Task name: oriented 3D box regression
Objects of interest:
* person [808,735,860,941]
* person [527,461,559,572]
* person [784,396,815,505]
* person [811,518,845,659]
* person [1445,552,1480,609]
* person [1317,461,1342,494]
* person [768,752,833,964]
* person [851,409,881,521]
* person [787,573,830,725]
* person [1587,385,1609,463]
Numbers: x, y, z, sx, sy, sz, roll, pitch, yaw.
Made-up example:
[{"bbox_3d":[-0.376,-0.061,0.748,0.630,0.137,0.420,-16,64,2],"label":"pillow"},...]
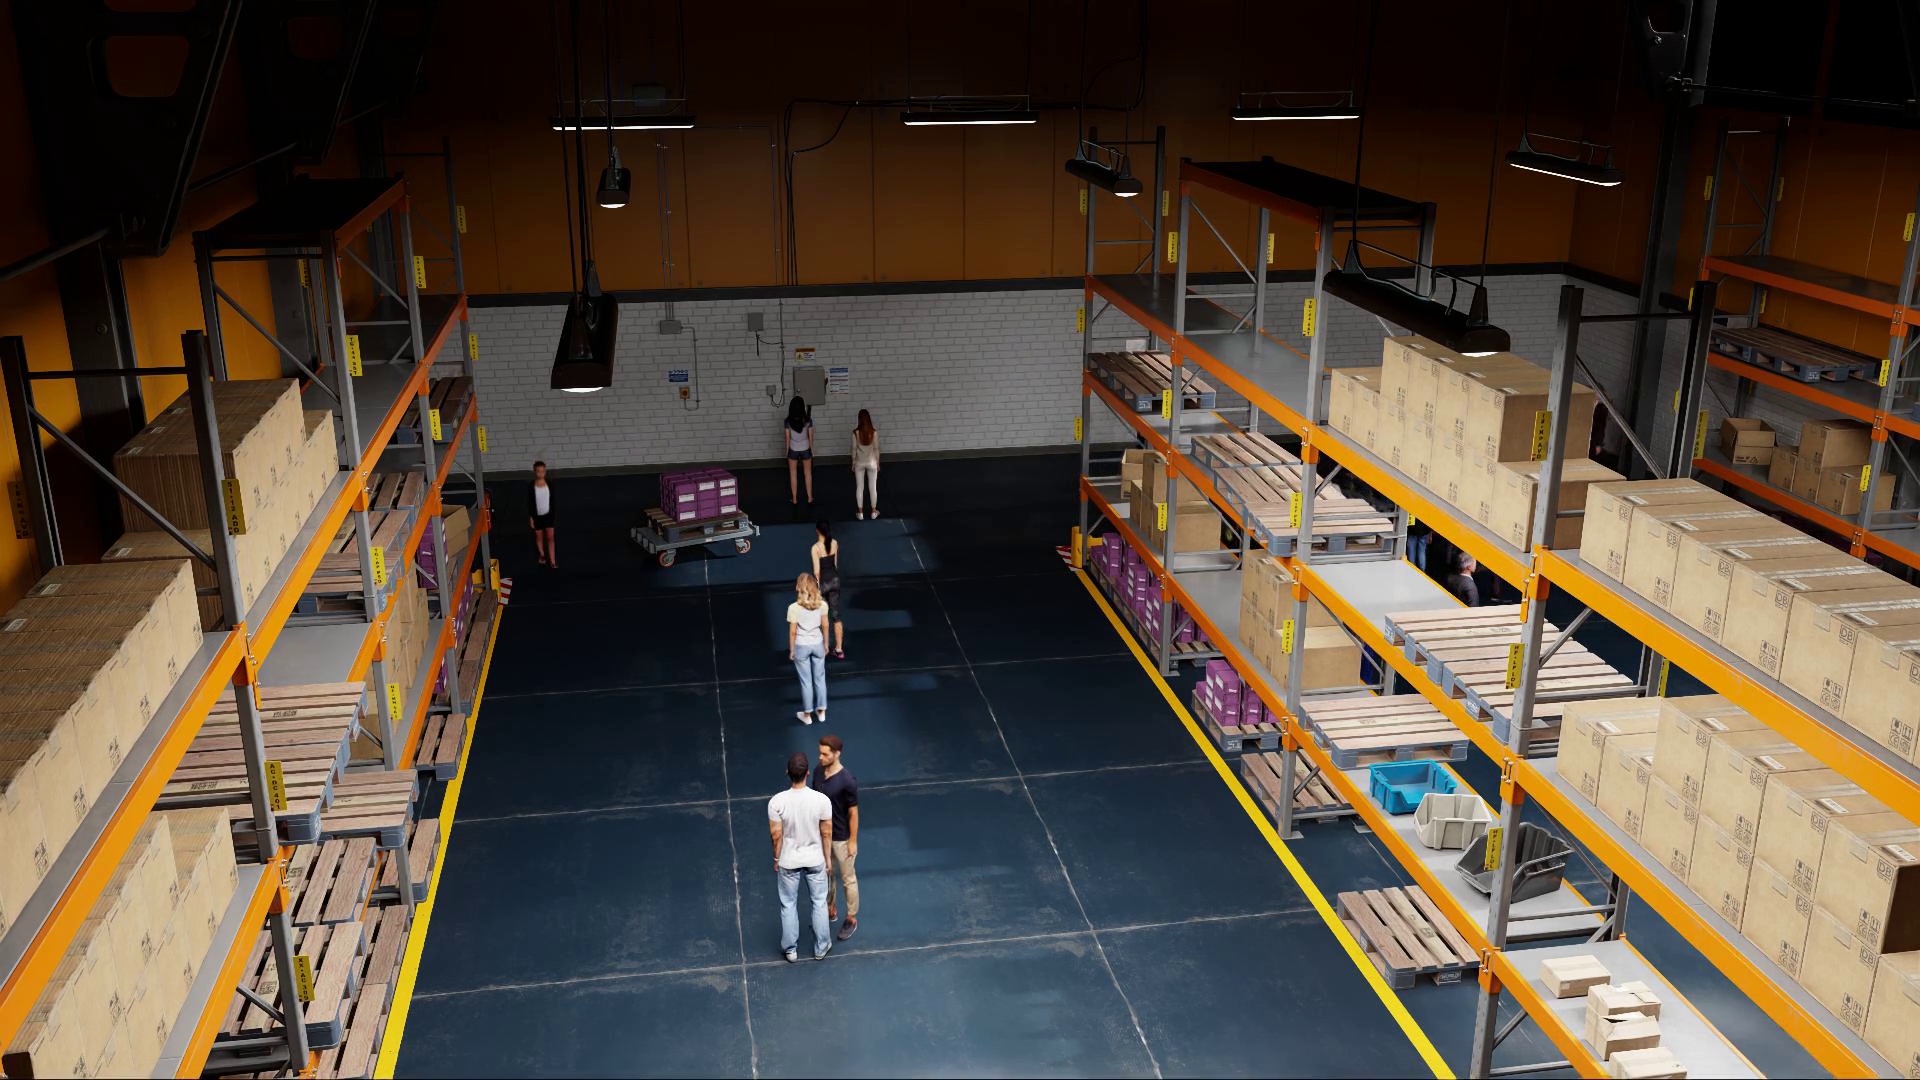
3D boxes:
[{"bbox_3d":[-1.058,2.493,14.126,0.705,1.854,0.773,13,23,34],"label":"person"},{"bbox_3d":[-5.821,-0.344,23.087,0.636,1.513,1.083,-6,20,-18],"label":"person"},{"bbox_3d":[-2.514,-1.413,25.957,0.594,1.706,0.526,-3,19,-8],"label":"person"},{"bbox_3d":[-1.552,0.603,19.994,0.906,1.691,1.175,-13,23,-34],"label":"person"},{"bbox_3d":[5.606,0.987,18.618,0.802,1.842,0.592,-6,20,-18],"label":"person"},{"bbox_3d":[4.866,-0.078,21.850,1.057,1.798,1.317,-13,22,-33],"label":"person"},{"bbox_3d":[-1.310,2.617,13.742,0.674,1.865,0.557,-2,19,-6],"label":"person"},{"bbox_3d":[-1.424,-1.148,25.165,0.610,1.709,0.579,-1,19,-3],"label":"person"},{"bbox_3d":[-1.653,1.184,18.221,0.684,1.722,0.631,-9,20,-24],"label":"person"},{"bbox_3d":[9.947,-1.545,26.123,0.880,1.852,0.796,-11,21,-29],"label":"person"}]
